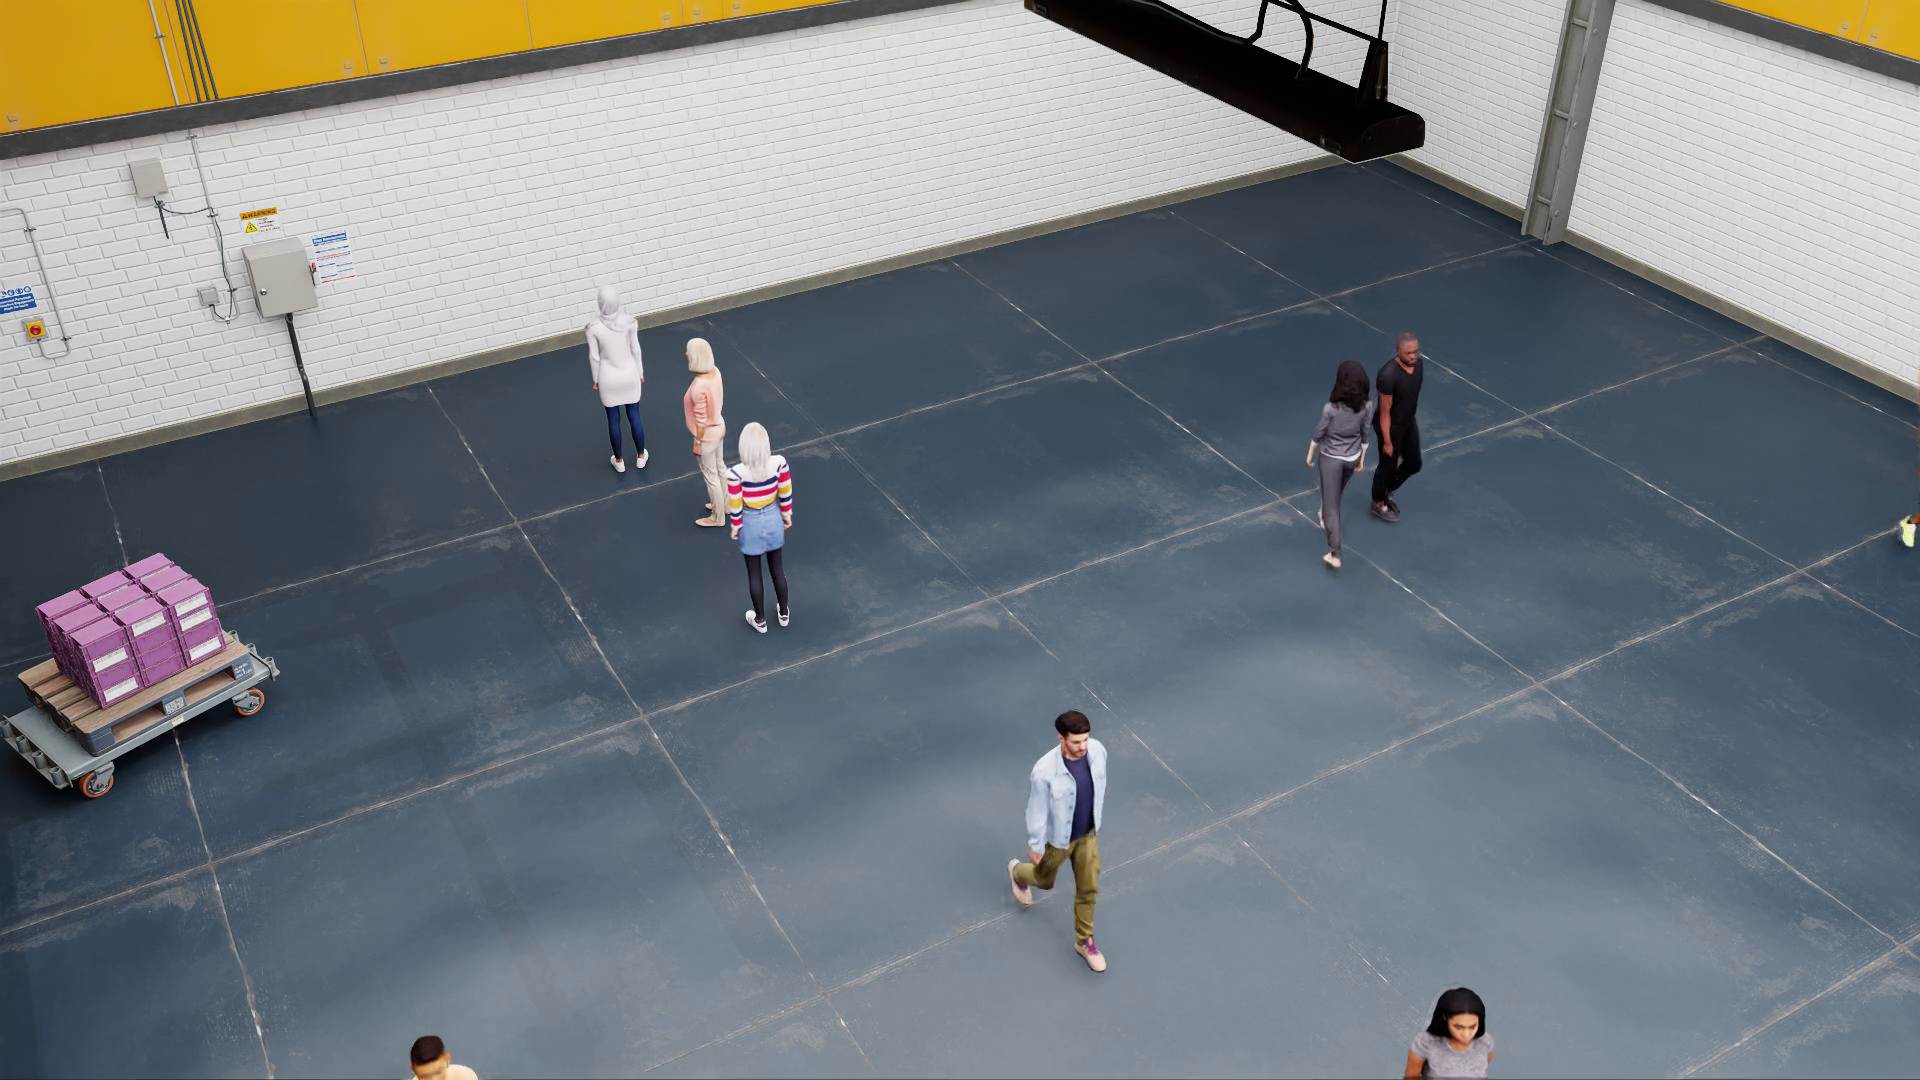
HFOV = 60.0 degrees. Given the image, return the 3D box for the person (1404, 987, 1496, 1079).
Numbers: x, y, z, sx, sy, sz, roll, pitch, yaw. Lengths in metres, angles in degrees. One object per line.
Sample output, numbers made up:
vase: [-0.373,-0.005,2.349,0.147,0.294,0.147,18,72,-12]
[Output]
person: [2.330,2.854,8.195,0.657,1.781,0.653,-3,34,-4]

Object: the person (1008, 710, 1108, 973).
person: [0.588,1.703,9.925,0.678,1.783,1.113,-18,37,-24]

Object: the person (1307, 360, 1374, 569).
person: [3.077,-0.579,13.419,0.869,1.715,1.163,-5,34,-7]

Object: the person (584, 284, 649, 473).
person: [-3.004,-1.419,14.629,0.656,1.775,0.600,-10,35,-14]

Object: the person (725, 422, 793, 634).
person: [-1.510,-0.104,12.620,0.669,1.809,0.529,-15,36,-21]

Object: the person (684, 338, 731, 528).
person: [-2.102,-0.904,13.899,0.739,1.726,0.667,7,34,10]

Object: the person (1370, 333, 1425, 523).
person: [3.566,-0.963,13.921,0.723,1.799,0.684,-26,41,-33]

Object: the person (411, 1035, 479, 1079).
person: [-2.540,2.961,8.337,0.567,1.445,0.834,-14,36,-21]
